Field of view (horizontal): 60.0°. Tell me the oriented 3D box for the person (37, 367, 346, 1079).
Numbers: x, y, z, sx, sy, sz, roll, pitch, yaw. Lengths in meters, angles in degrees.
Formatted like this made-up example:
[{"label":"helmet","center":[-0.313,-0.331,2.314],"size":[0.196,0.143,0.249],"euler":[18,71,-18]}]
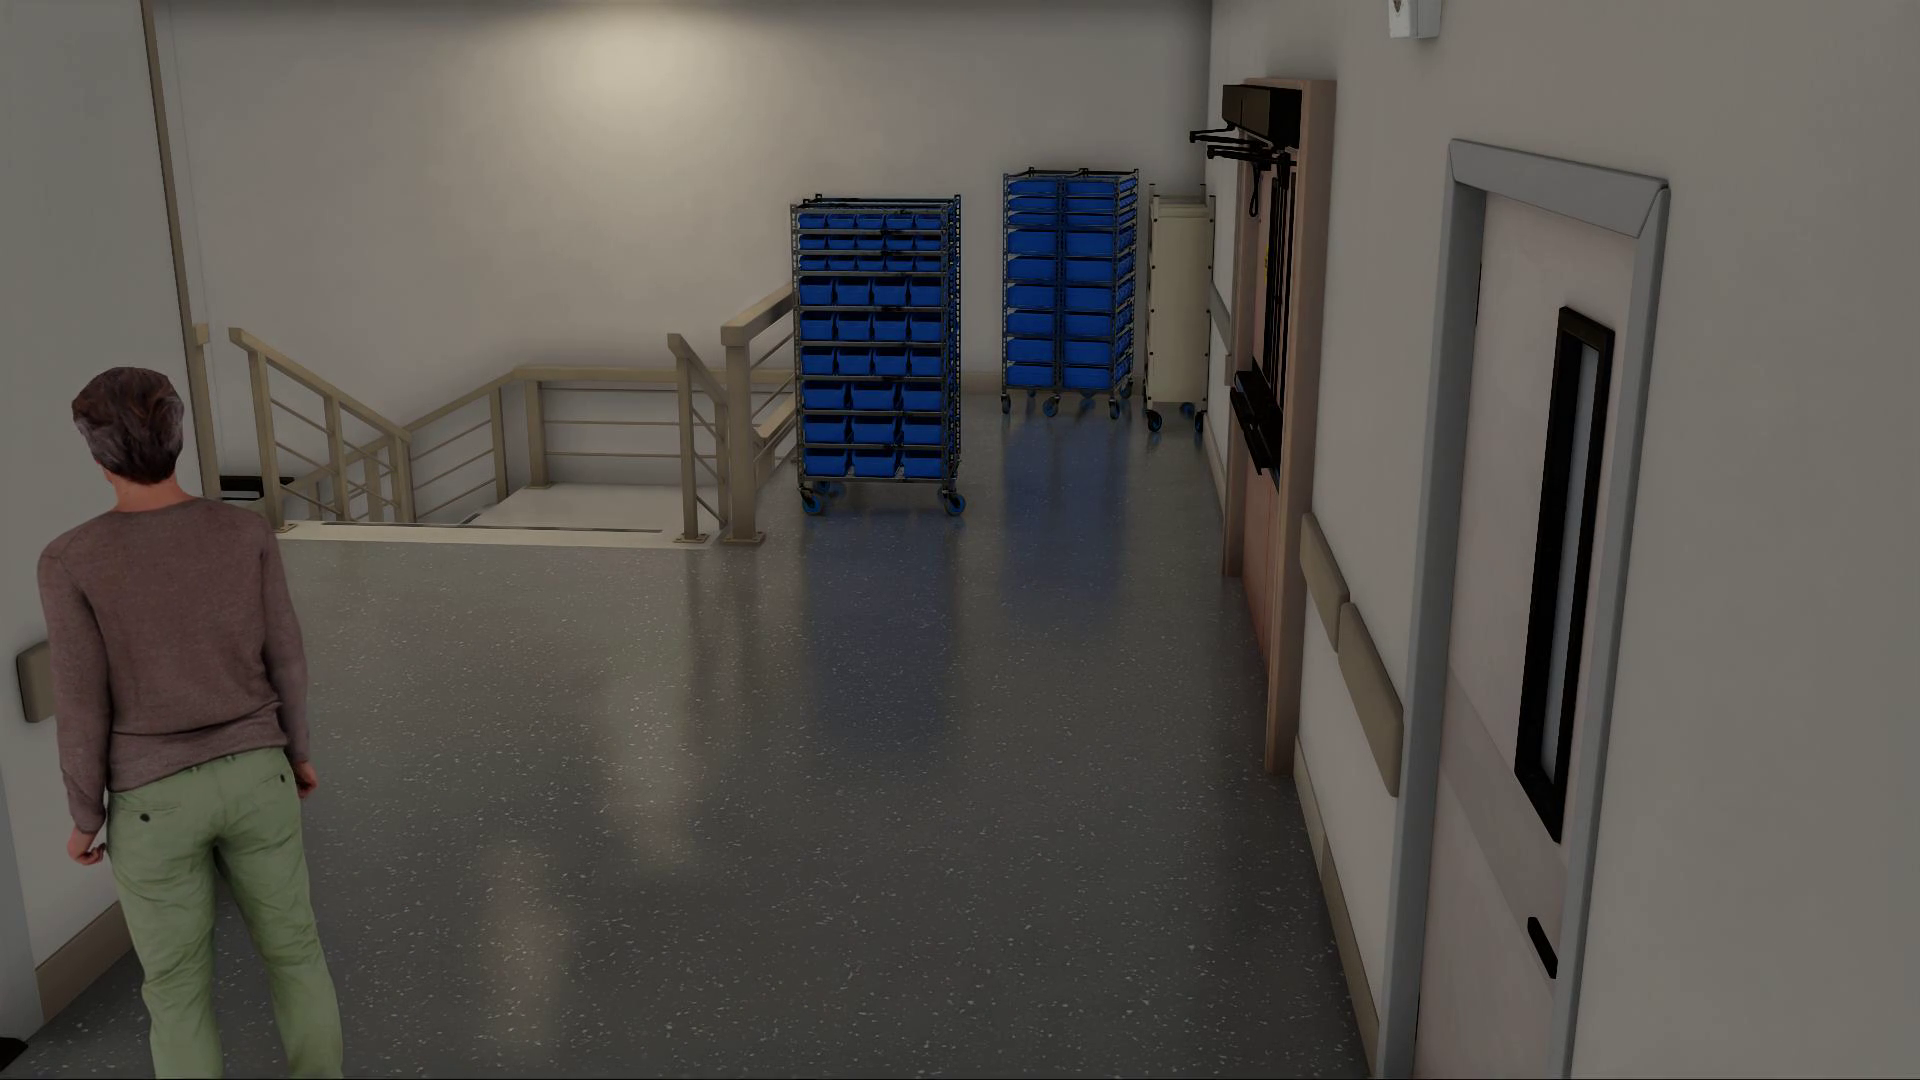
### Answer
[{"label":"person","center":[-1.633,0.556,3.578],"size":[0.767,1.866,0.832],"euler":[-13,21,-39]}]
